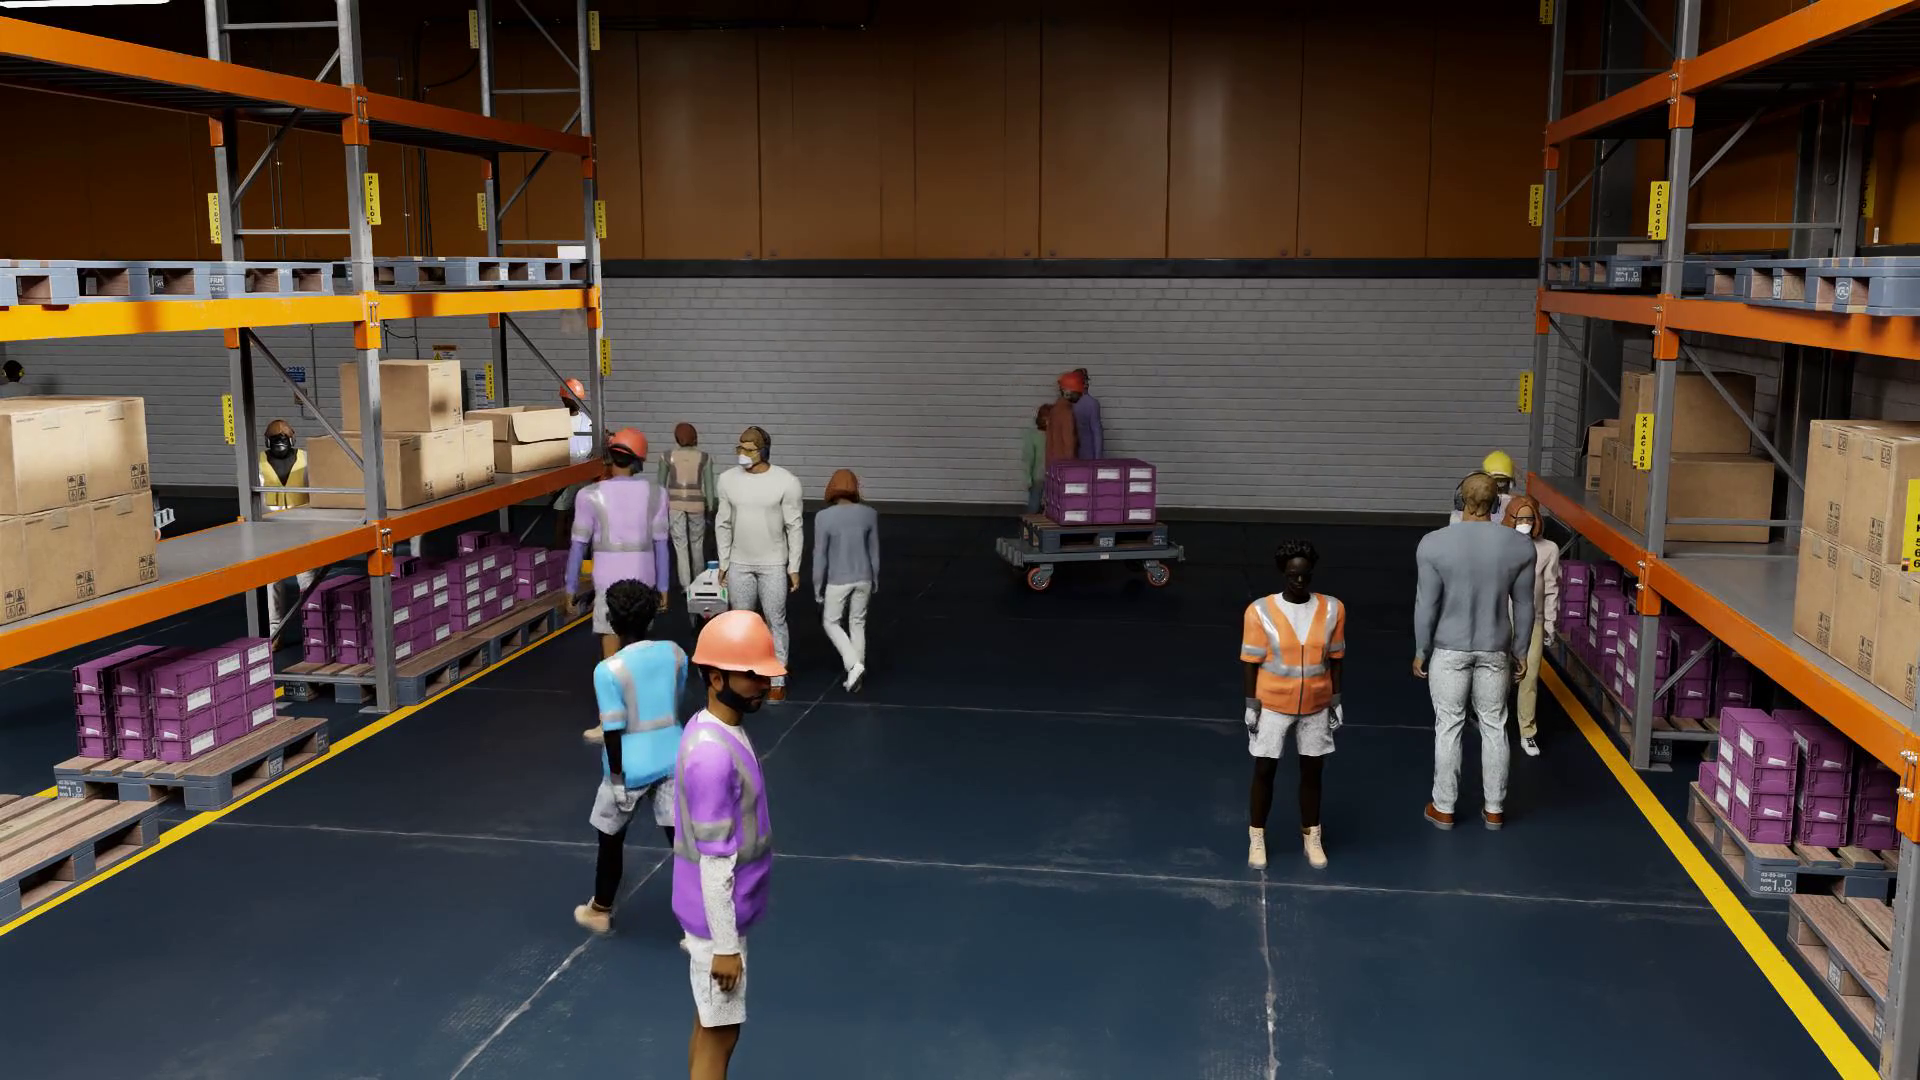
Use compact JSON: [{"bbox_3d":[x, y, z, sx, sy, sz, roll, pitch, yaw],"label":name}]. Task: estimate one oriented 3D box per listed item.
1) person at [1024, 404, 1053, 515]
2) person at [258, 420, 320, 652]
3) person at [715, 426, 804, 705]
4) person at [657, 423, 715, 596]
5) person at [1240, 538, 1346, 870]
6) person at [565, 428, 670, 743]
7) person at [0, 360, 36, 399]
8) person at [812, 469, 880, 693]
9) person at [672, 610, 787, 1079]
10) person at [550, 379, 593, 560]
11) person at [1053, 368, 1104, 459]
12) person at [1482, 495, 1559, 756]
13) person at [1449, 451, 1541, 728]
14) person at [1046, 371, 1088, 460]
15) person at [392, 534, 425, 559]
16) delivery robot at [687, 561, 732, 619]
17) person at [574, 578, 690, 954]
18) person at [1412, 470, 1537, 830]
[{"bbox_3d":[0.905,-0.653,17.696,0.515,1.602,0.834,-3,10,-15],"label":"person"},{"bbox_3d":[-5.296,-0.032,13.088,0.625,1.836,0.429,-4,10,-22],"label":"person"},{"bbox_3d":[-1.386,0.177,11.481,0.629,1.937,0.379,2,9,14],"label":"person"},{"bbox_3d":[-2.543,-0.295,15.464,0.513,1.590,0.884,-3,10,-16],"label":"person"},{"bbox_3d":[1.654,0.819,8.293,0.537,1.690,0.322,-1,9,-5],"label":"person"},{"bbox_3d":[-2.213,0.271,10.832,0.689,1.972,1.013,-4,10,-21],"label":"person"},{"bbox_3d":[-11.946,-1.351,21.129,0.507,1.865,0.329,-3,10,-20],"label":"person"},{"bbox_3d":[-0.775,0.306,11.681,0.542,1.607,0.495,-5,10,-28],"label":"person"},{"bbox_3d":[-0.731,1.174,5.335,0.376,1.934,0.547,-1,9,-6],"label":"person"},{"bbox_3d":[-3.806,-0.624,16.419,0.552,1.934,0.363,-7,12,-37],"label":"person"},{"bbox_3d":[1.347,-0.968,18.621,0.642,1.913,0.408,7,12,38],"label":"person"},{"bbox_3d":[3.428,0.530,10.260,0.493,1.625,0.283,0,9,0],"label":"person"},{"bbox_3d":[3.522,0.309,11.090,0.594,1.800,0.793,1,9,8],"label":"person"},{"bbox_3d":[1.008,-0.747,17.058,0.588,1.968,0.678,-2,9,-11],"label":"person"},{"bbox_3d":[-5.066,-0.389,15.146,0.587,1.879,0.361,-6,11,-34],"label":"person"},{"bbox_3d":[-2.062,0.419,13.945,0.477,0.478,0.707,0,9,2],"label":"delivery robot"},{"bbox_3d":[-1.368,0.990,7.320,0.858,1.657,0.539,8,12,40],"label":"person"},{"bbox_3d":[2.738,0.594,8.898,0.635,1.937,0.352,1,9,4],"label":"person"}]
